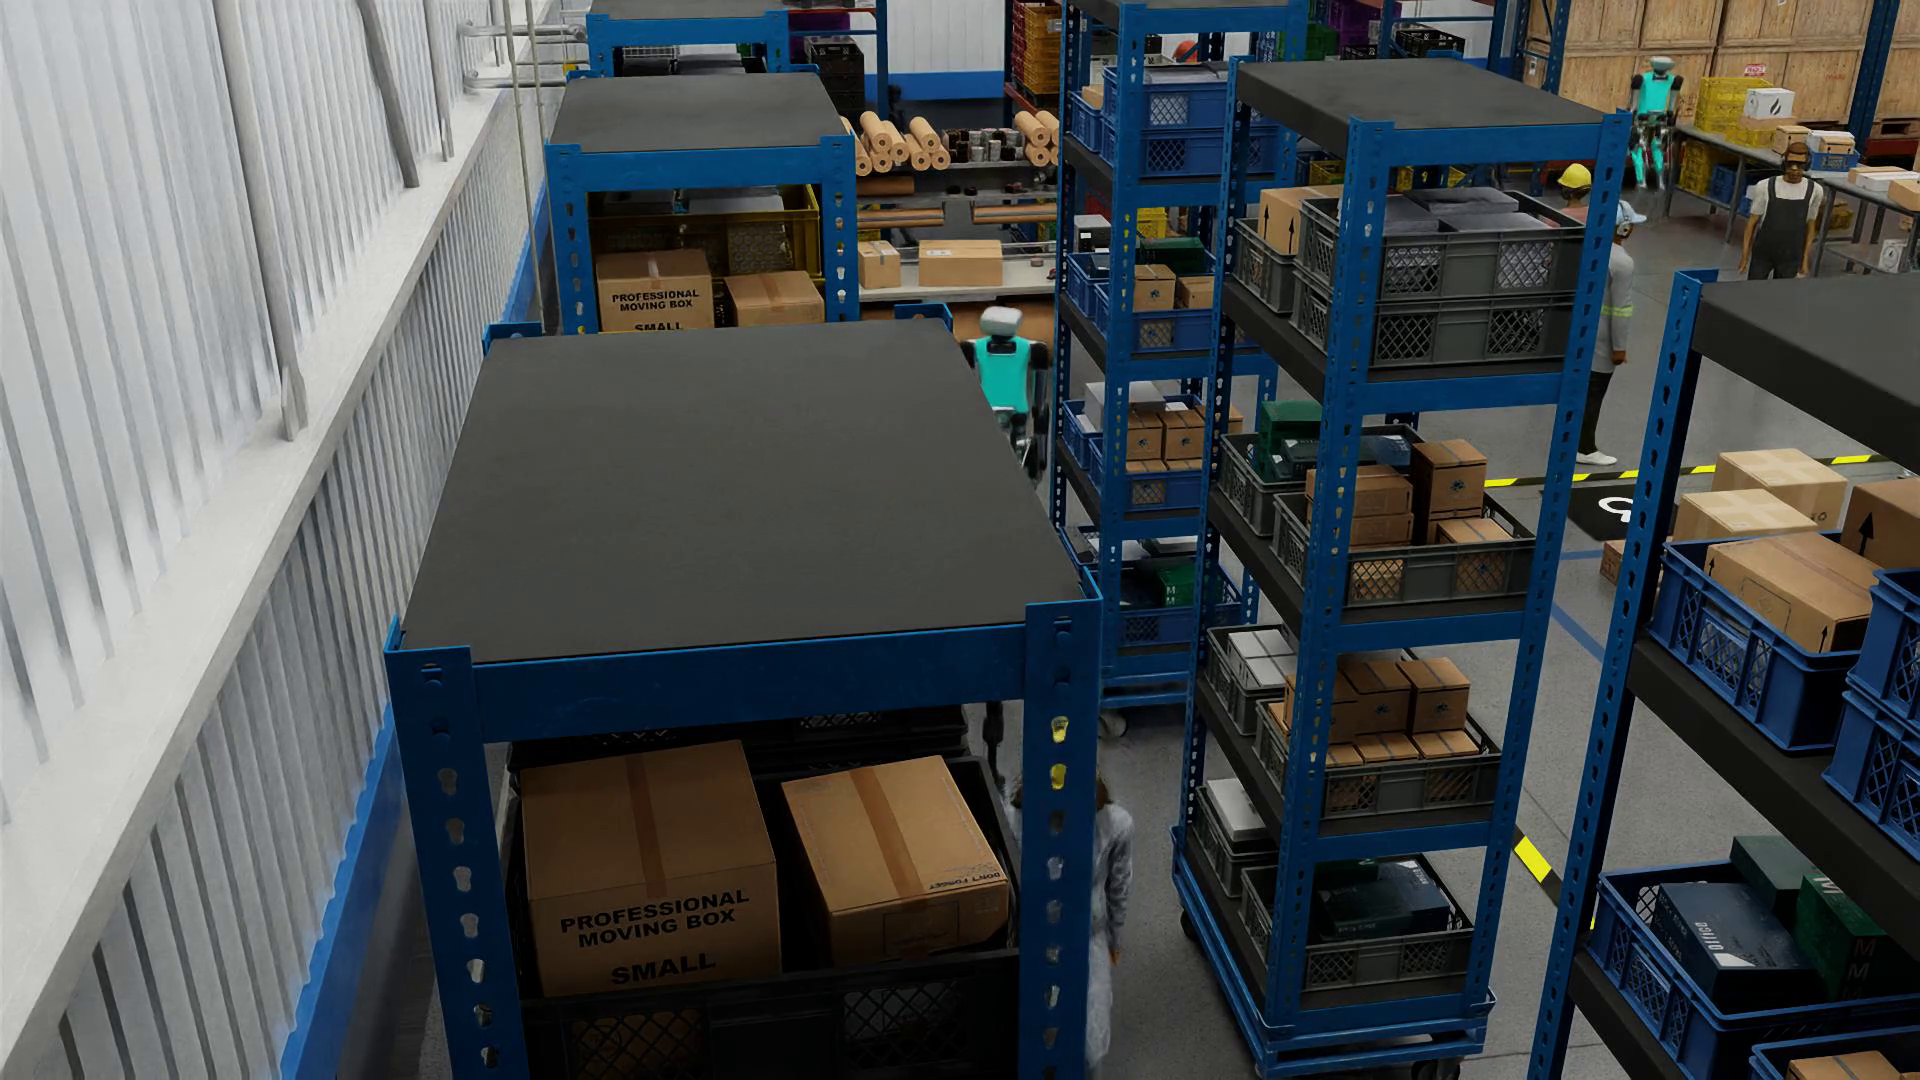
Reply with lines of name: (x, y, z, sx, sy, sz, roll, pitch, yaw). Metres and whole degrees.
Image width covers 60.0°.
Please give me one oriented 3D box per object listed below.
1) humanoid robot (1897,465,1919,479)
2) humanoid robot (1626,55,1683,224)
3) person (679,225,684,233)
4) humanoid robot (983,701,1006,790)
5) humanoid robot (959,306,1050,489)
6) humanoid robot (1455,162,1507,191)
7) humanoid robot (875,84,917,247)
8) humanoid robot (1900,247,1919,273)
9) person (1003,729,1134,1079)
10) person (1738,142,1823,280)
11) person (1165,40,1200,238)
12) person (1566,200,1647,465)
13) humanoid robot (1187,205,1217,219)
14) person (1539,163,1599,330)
humanoid robot: (6.430, -1.140, 10.860, 0.735, 1.675, 0.533, -12, 27, -23)
humanoid robot: (7.375, -4.196, 17.702, 0.533, 1.803, 0.727, 1, 25, 3)
person: (-2.568, -2.552, 13.892, 0.548, 1.899, 0.906, -7, 26, -15)
humanoid robot: (0.016, 0.485, 7.566, 0.595, 1.647, 0.450, 1, 25, 1)
humanoid robot: (0.210, -0.371, 9.392, 0.540, 1.768, 1.041, 3, 25, 7)
humanoid robot: (5.053, -3.503, 16.220, 0.589, 1.649, 0.363, -7, 26, -16)
humanoid robot: (-0.700, -3.806, 16.944, 0.588, 1.647, 0.600, 10, 27, 21)
humanoid robot: (8.102, -2.404, 13.745, 0.552, 1.748, 0.816, -8, 26, -17)
person: (0.327, 1.359, 5.599, 0.480, 1.729, 0.467, 2, 25, 4)
person: (6.534, -2.262, 13.327, 0.513, 1.844, 0.334, 7, 26, 15)
person: (2.287, -4.098, 17.108, 0.610, 2.030, 0.400, -19, 31, -35)
person: (4.443, -1.434, 11.521, 0.373, 1.853, 0.587, -5, 25, -12)
humanoid robot: (2.650, -4.230, 17.845, 0.584, 1.653, 0.599, 7, 26, 15)
person: (4.674, -2.033, 12.922, 0.524, 1.772, 0.304, -10, 27, -21)
